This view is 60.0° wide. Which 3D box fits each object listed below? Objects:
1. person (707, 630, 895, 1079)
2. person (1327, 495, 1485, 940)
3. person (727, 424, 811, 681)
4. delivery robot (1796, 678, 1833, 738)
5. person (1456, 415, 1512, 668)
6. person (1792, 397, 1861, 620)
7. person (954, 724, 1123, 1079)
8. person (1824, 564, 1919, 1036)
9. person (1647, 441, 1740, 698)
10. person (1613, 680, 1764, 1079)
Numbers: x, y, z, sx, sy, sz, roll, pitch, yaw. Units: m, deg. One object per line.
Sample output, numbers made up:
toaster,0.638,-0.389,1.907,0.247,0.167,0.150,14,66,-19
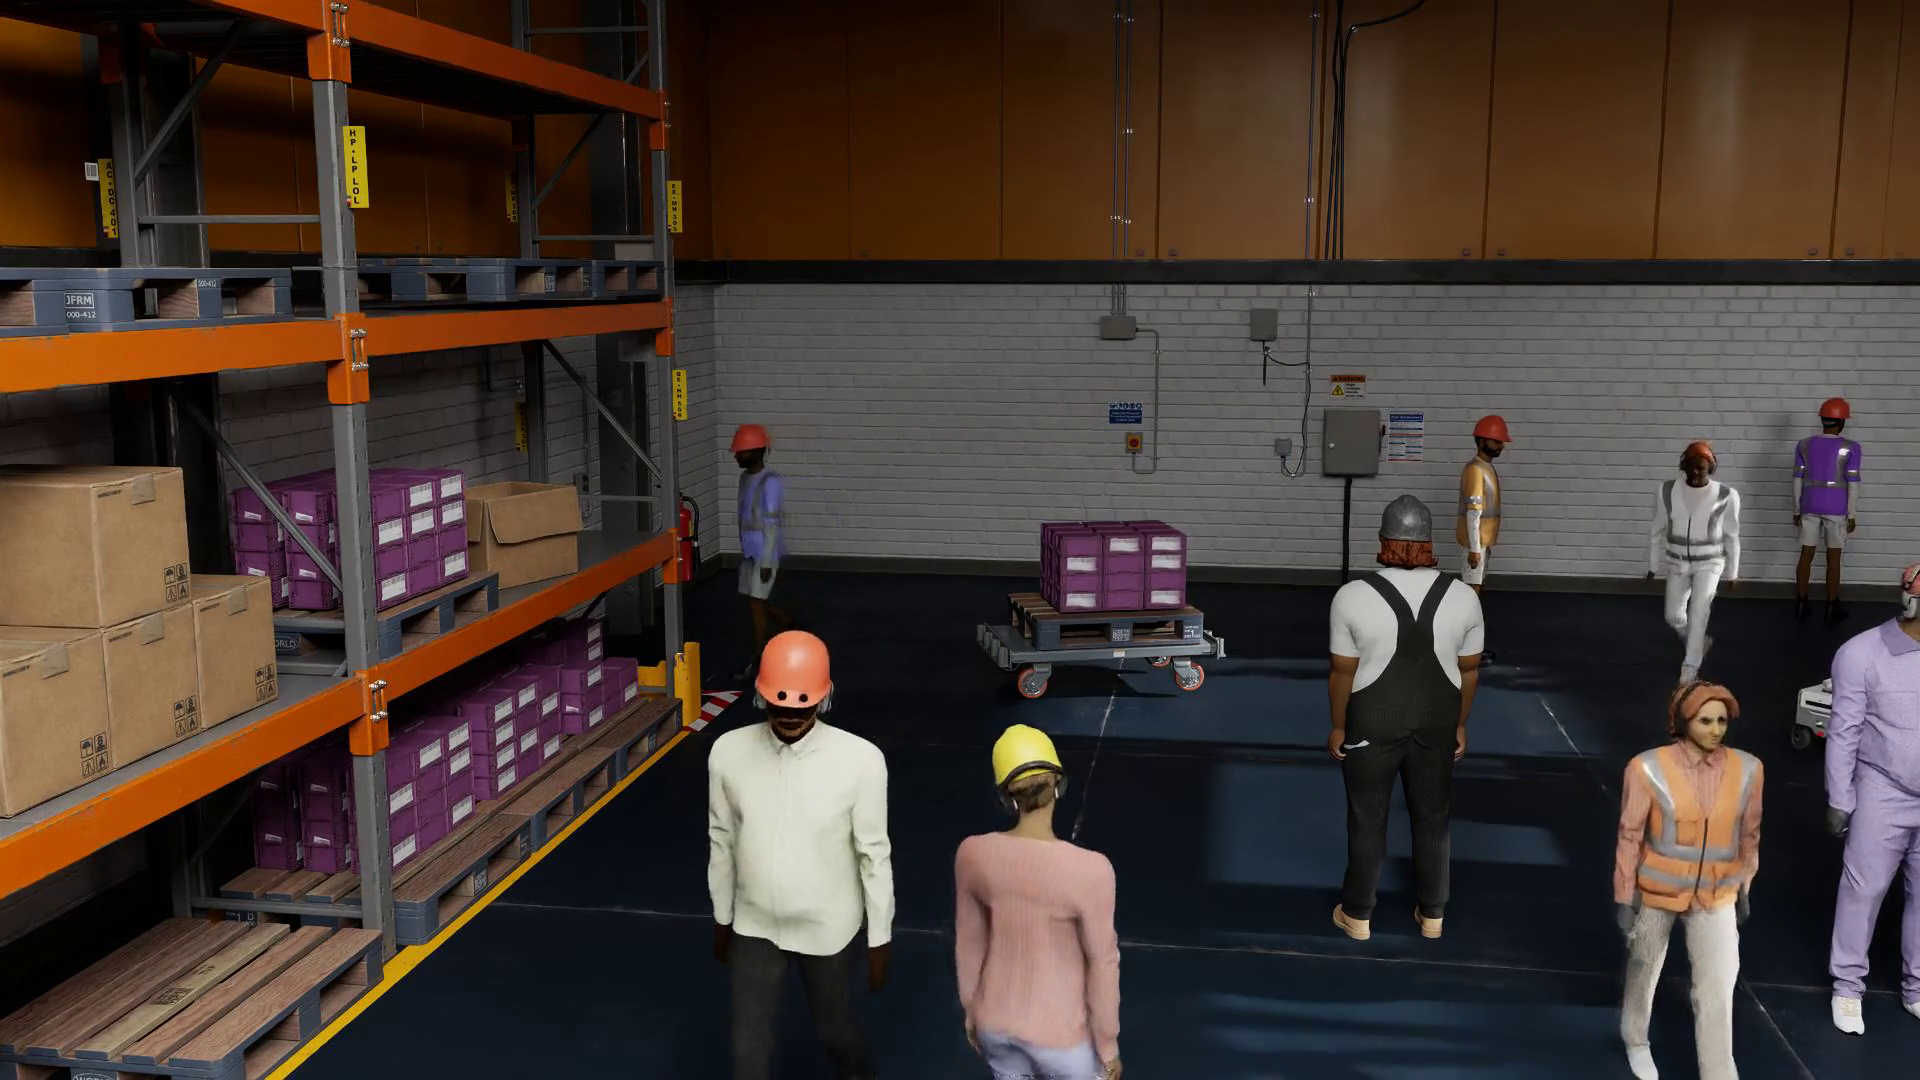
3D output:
person,-0.510,1.204,5.391,0.631,1.943,0.986,2,9,11
person,1.979,0.799,7.567,0.682,2.000,0.537,0,9,-1
person,-1.423,0.083,12.407,0.652,1.916,0.544,-6,11,-31
delivery robot,5.608,1.020,10.486,0.707,0.478,0.477,-6,11,-34
person,4.021,0.002,12.811,0.374,1.934,0.549,4,10,26
person,7.545,-0.274,14.502,0.377,1.938,0.547,-8,12,-41
person,0.204,1.403,4.781,0.546,1.730,0.450,6,11,34
person,3.768,1.027,6.577,0.653,1.906,0.408,1,9,5
person,5.327,0.180,12.015,0.601,1.852,0.794,8,12,41
person,2.593,1.285,5.919,0.539,1.586,0.879,1,9,4
